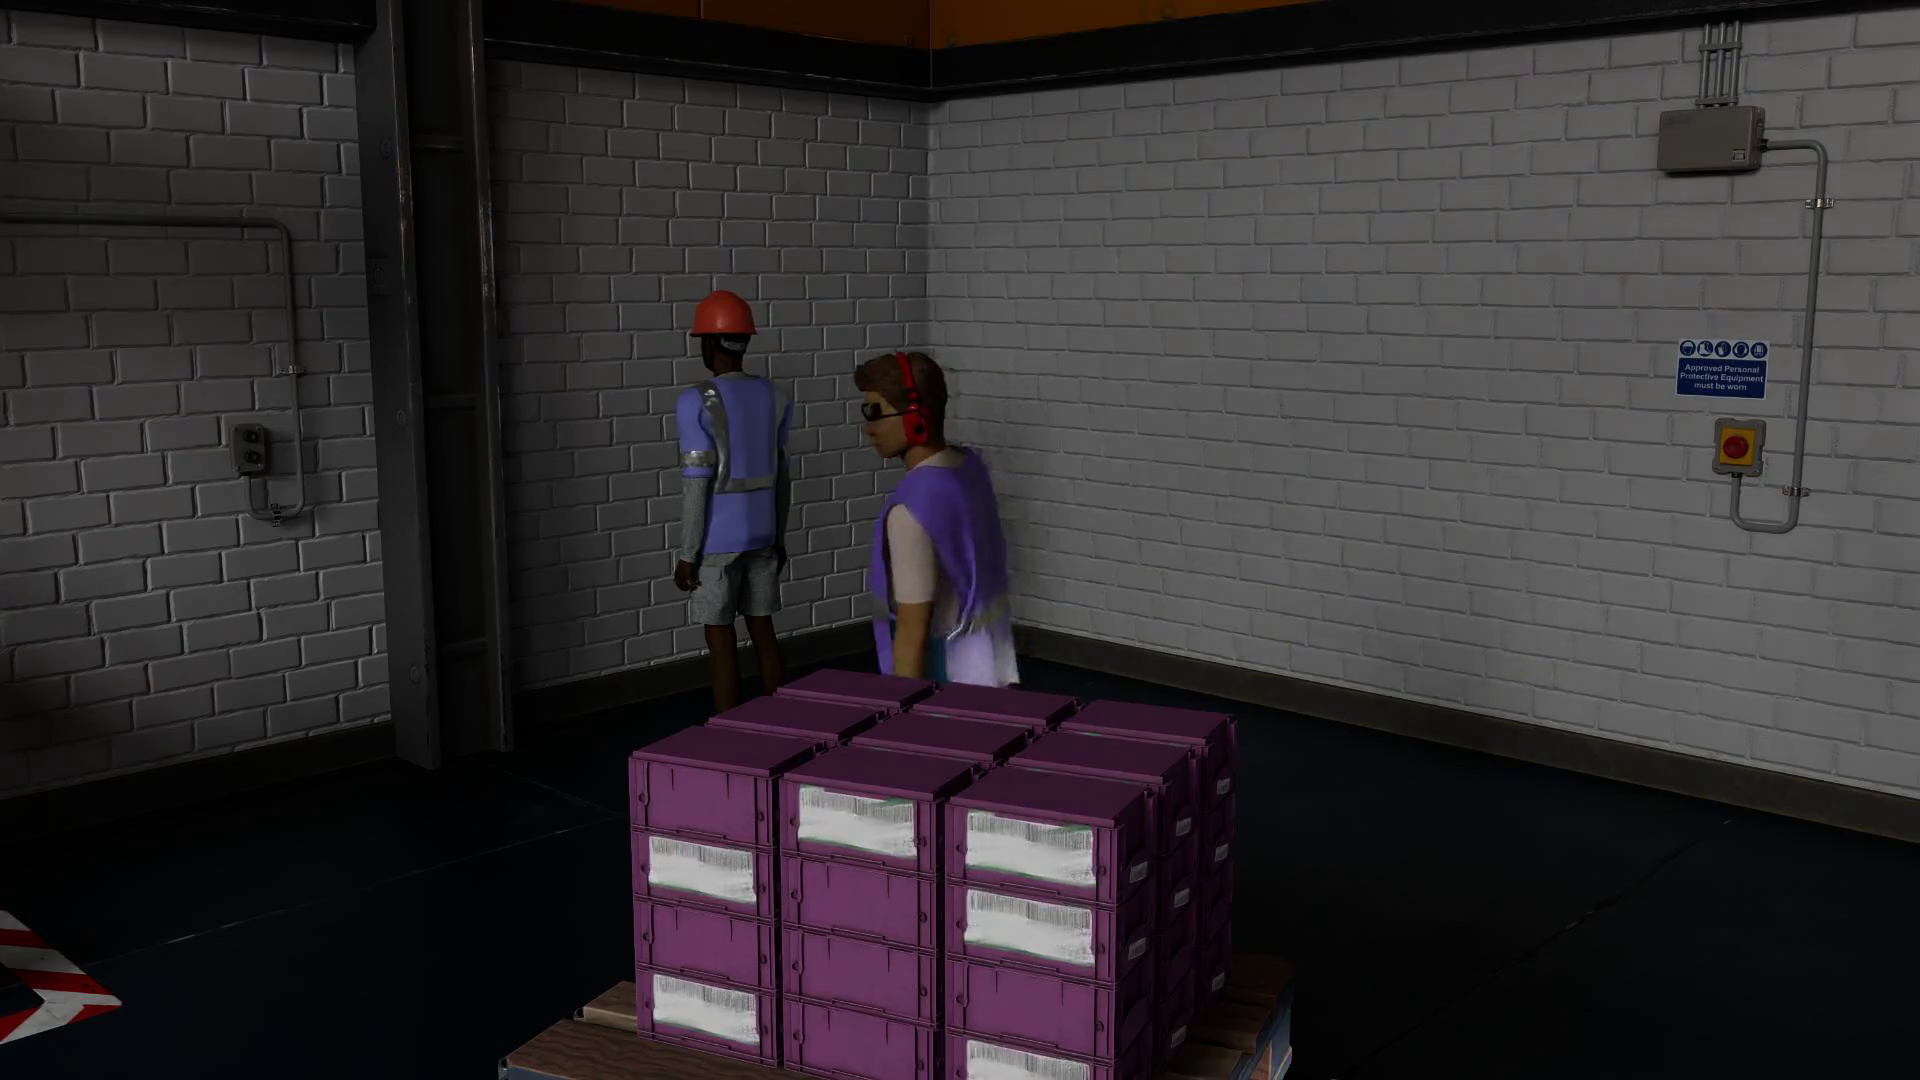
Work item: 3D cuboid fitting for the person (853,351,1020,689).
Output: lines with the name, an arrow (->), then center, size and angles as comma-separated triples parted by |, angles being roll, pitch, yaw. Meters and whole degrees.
person -> -0.043, 0.413, 4.359 | 0.464, 1.814, 0.622 | 3, 10, 17

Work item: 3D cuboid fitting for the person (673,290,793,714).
person -> -0.918, -0.014, 6.612 | 0.366, 1.935, 0.552 | 8, 12, 40
